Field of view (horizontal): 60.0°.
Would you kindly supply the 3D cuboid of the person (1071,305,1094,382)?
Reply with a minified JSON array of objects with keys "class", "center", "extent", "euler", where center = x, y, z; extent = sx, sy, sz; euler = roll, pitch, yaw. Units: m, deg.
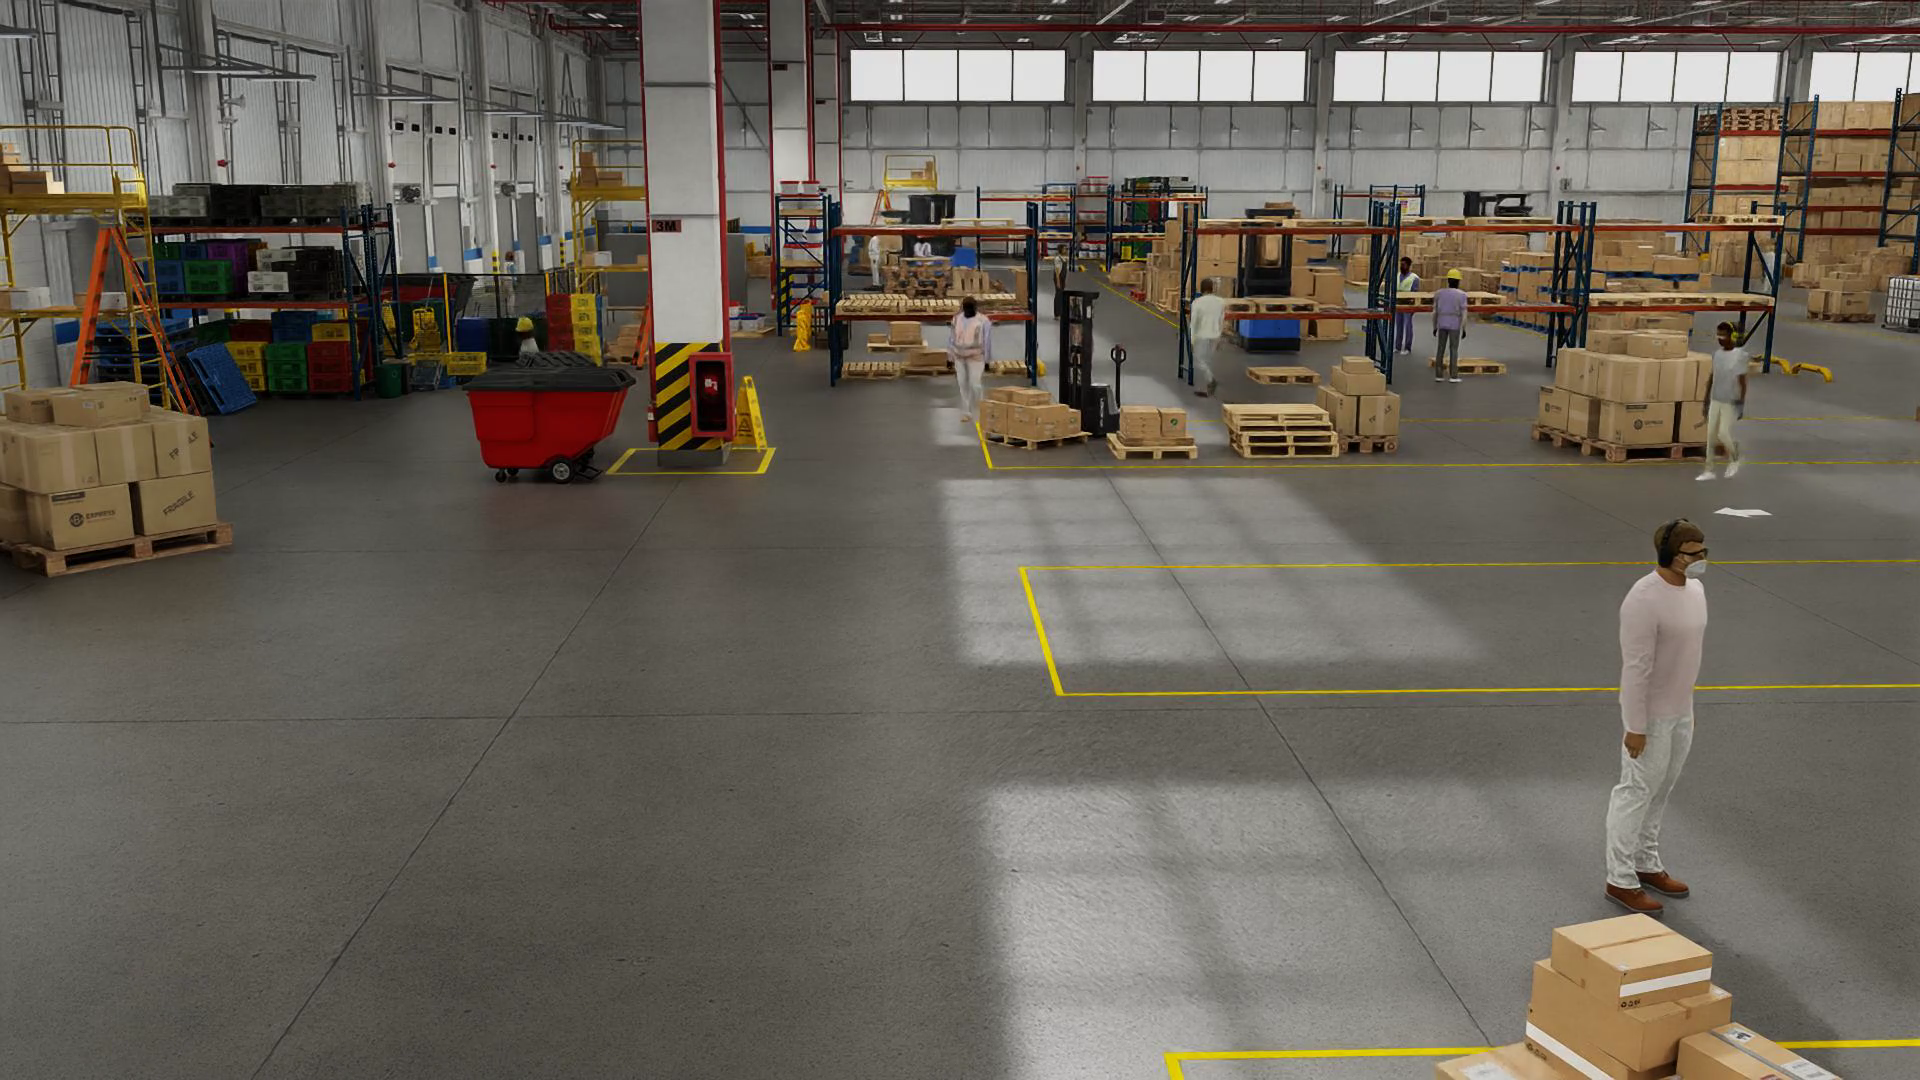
[{"class":"person","center":[1.776,-2.575,24.064],"extent":[0.322,1.690,0.533],"euler":[-1,13,-3]}]

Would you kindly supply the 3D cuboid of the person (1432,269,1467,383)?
[{"class":"person","center":[8.347,-3.643,28.344],"extent":[0.591,1.923,0.382],"euler":[10,16,37]}]

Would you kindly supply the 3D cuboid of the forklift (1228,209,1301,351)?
[{"class":"forklift","center":[6.186,-5.260,33.469],"extent":[1.129,2.768,1.873],"euler":[0,12,-2]}]

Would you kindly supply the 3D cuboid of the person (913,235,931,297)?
[{"class":"person","center":[-1.092,-7.814,47.202],"extent":[0.547,1.922,0.419],"euler":[8,15,33]}]

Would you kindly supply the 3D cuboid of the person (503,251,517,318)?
[{"class":"person","center":[-11.027,-6.251,40.792],"extent":[0.314,1.634,0.515],"euler":[-9,15,-34]}]

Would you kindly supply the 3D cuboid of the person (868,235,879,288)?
[{"class":"person","center":[-2.663,-8.689,51.234],"extent":[0.340,1.879,0.578],"euler":[-3,13,-13]}]

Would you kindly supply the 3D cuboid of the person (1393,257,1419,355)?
[{"class":"person","center":[8.726,-4.589,32.627],"extent":[0.391,1.920,0.587],"euler":[-7,14,-29]}]

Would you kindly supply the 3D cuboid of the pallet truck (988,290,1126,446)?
[{"class":"pallet truck","center":[1.257,-2.299,22.111],"extent":[1.885,1.965,0.823],"euler":[-9,15,-35]}]

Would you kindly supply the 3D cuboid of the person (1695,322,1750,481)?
[{"class":"person","center":[8.829,-1.589,19.235],"extent":[0.483,1.850,0.562],"euler":[-6,14,-26]}]

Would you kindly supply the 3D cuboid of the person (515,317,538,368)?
[{"class":"person","center":[-5.659,-2.124,22.055],"extent":[0.920,1.678,0.508],"euler":[-4,13,-16]}]

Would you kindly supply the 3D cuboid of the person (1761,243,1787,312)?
[{"class":"person","center":[20.719,-6.706,42.373],"extent":[0.545,1.838,0.462],"euler":[3,13,15]}]

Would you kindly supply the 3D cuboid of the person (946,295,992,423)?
[{"class":"person","center":[0.121,-2.581,23.788],"extent":[0.632,1.827,0.445],"euler":[6,14,25]}]

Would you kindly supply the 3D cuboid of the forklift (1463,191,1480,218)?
[{"class":"forklift","center":[19.253,-11.768,62.854],"extent":[1.873,2.768,1.129],"euler":[0,12,-2]}]

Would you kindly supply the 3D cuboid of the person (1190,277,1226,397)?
[{"class":"person","center":[3.924,-3.182,26.292],"extent":[0.628,1.923,0.603],"euler":[-6,14,-26]}]

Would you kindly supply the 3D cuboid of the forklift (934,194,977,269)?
[{"class":"forklift","center":[-0.474,-9.888,54.365],"extent":[1.873,2.768,1.129],"euler":[-7,14,-28]}]

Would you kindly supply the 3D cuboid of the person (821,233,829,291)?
[{"class":"person","center":[-3.539,-7.247,44.588],"extent":[0.357,1.938,0.542],"euler":[-6,14,-27]}]

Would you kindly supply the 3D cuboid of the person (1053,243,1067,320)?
[{"class":"person","center":[2.444,-6.256,40.322],"extent":[0.343,1.847,0.506],"euler":[4,13,19]}]

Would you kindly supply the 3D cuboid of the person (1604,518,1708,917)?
[{"class":"person","center":[3.393,0.841,8.065],"extent":[0.636,1.938,0.358],"euler":[-12,17,-42]}]

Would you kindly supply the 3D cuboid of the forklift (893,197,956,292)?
[{"class":"forklift","center":[-1.141,-8.616,48.621],"extent":[1.873,2.768,1.129],"euler":[5,13,20]}]

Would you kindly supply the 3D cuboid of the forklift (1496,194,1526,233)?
[{"class":"forklift","center":[18.452,-10.243,55.966],"extent":[1.129,2.768,1.873],"euler":[2,13,8]}]
